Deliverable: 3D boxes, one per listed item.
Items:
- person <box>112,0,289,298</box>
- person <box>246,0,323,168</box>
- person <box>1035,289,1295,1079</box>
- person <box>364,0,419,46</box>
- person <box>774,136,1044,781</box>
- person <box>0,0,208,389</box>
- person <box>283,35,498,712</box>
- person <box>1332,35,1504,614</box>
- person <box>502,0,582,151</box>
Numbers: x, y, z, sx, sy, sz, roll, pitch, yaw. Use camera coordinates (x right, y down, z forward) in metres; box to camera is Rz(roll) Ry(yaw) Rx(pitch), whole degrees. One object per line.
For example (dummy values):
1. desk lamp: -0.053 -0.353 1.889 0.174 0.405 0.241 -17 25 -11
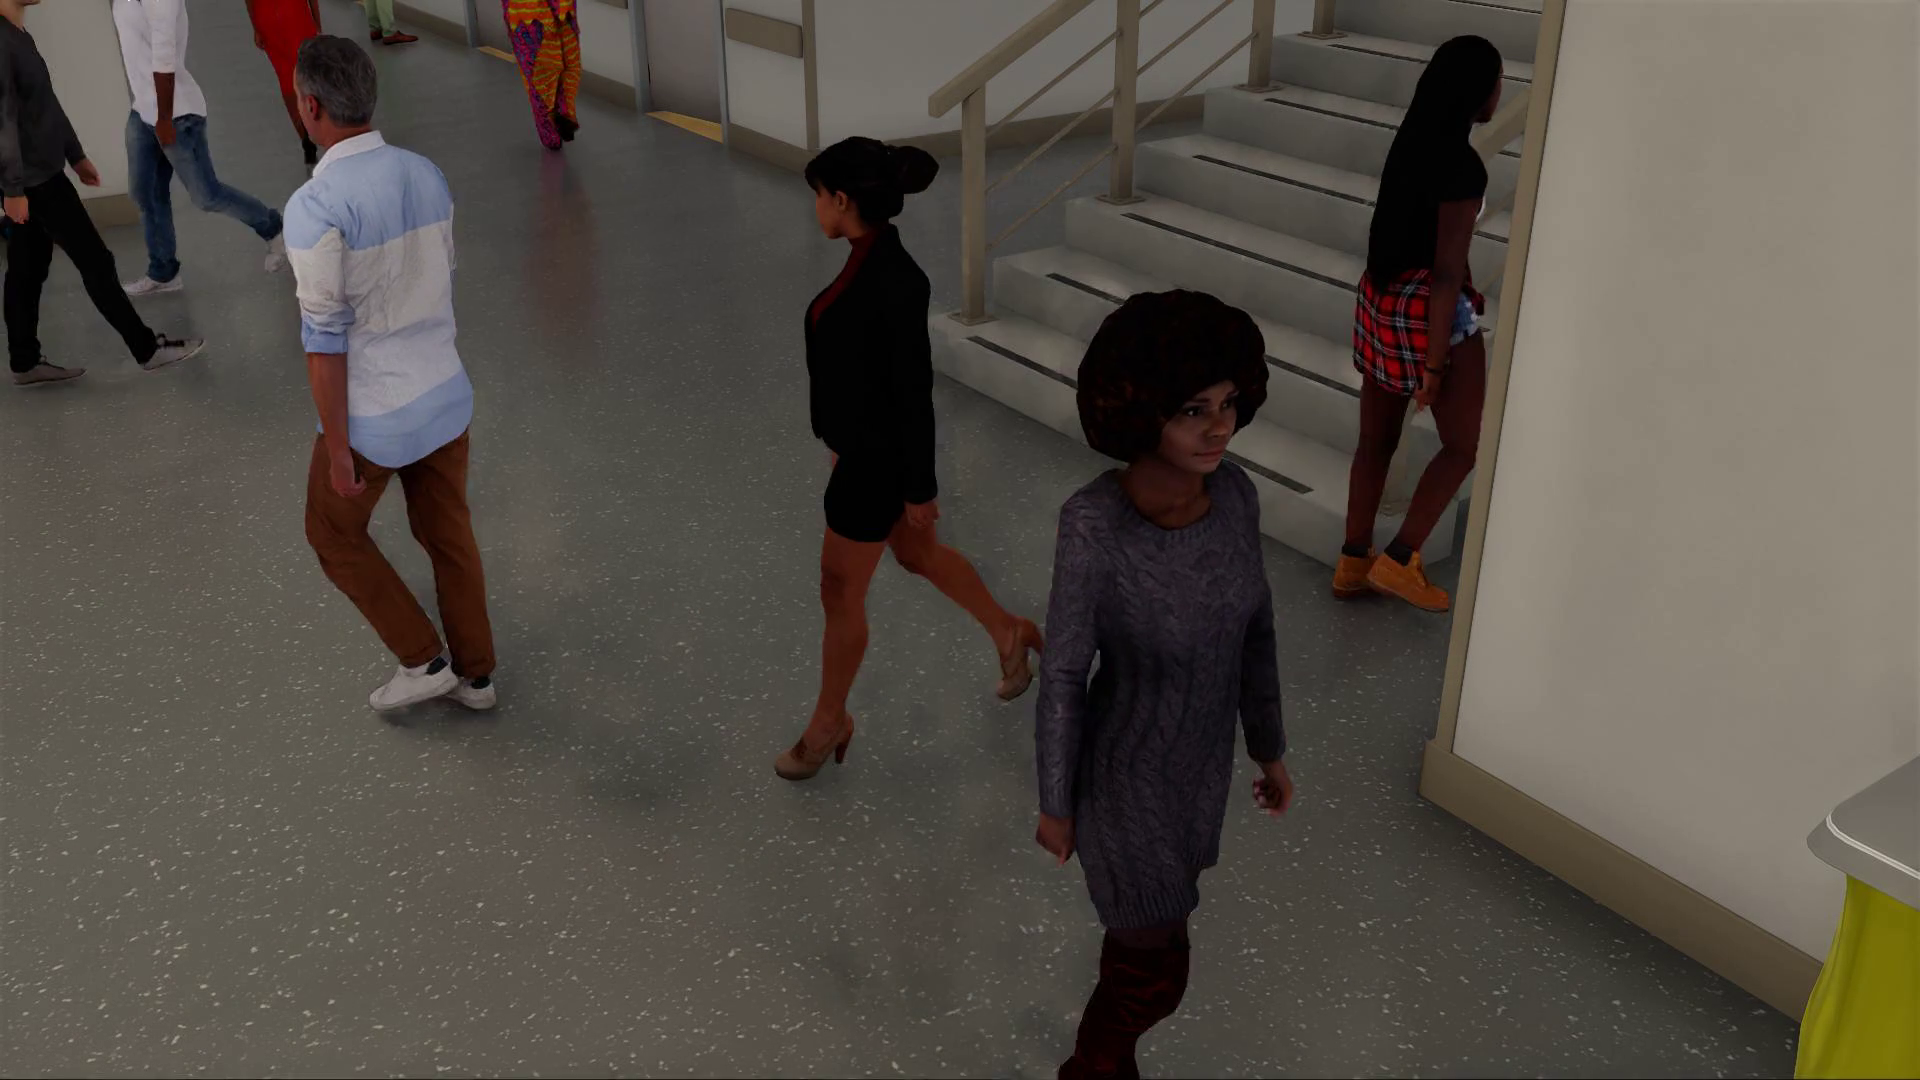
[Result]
1. person: -3.646 -2.044 7.824 0.777 1.789 1.136 23 34 40
2. person: -4.081 -3.078 10.041 0.865 1.725 0.784 -8 27 -15
3. person: 0.273 0.379 2.900 0.549 1.700 0.668 -20 32 -36
4. person: -5.127 -5.324 14.533 0.621 1.869 0.693 -21 33 -37
5. person: -0.113 -0.171 4.154 1.096 1.601 0.818 -7 27 -14
6. person: -3.779 -1.427 6.606 1.004 1.735 0.695 -13 29 -25
7. person: -1.385 -0.333 4.251 0.886 1.811 0.775 12 28 24
8. person: 1.256 -0.585 4.891 0.676 1.708 0.676 -8 27 -16
9. person: -2.695 -3.314 10.611 0.922 1.655 0.909 -3 26 -6
